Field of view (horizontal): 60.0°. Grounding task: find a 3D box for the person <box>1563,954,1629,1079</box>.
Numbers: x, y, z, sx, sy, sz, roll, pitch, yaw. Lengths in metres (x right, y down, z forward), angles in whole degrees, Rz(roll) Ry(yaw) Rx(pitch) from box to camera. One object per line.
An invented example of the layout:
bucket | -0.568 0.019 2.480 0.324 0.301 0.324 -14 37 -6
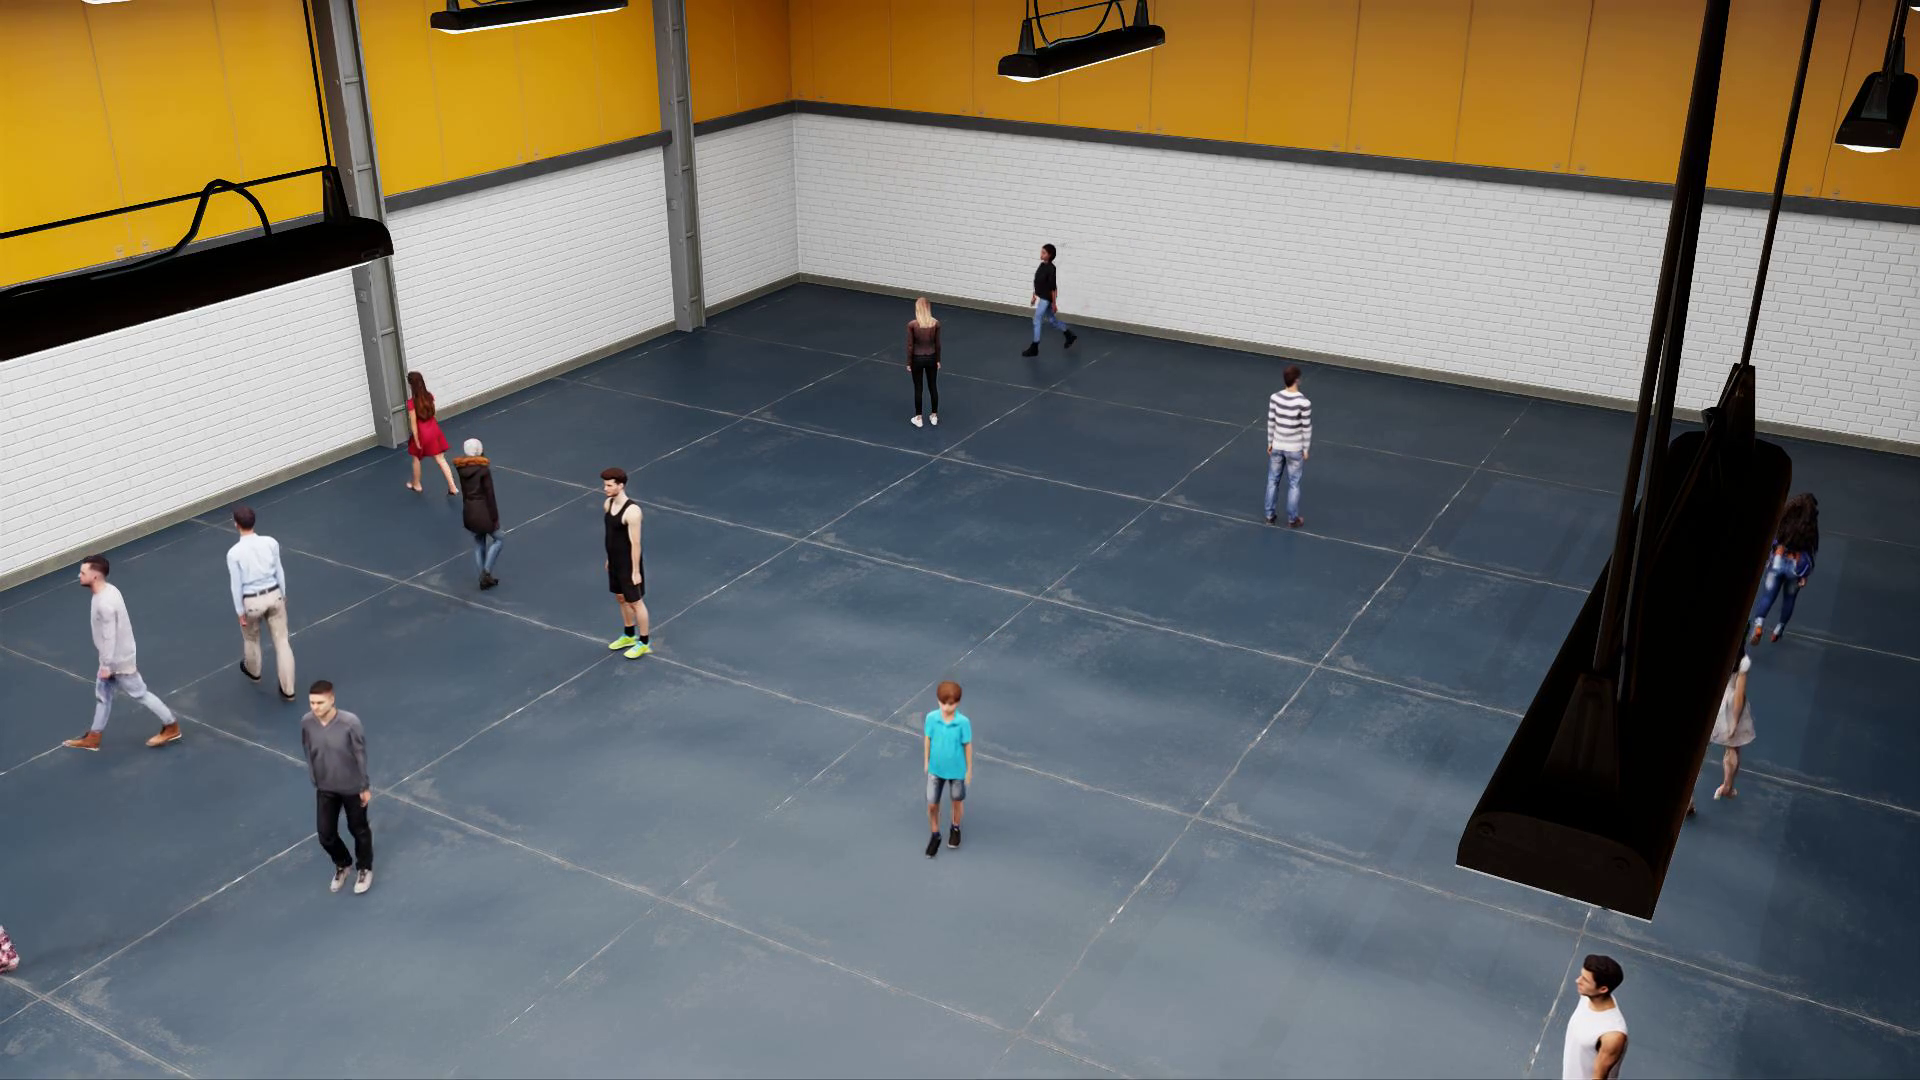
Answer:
person | 3.510 3.068 9.237 0.767 1.783 0.646 2 24 4

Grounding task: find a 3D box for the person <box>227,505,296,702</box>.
person | -6.196 0.604 14.831 1.079 1.816 0.950 -19 30 -36

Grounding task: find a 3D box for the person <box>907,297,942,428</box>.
person | -0.472 -2.325 21.675 0.656 1.703 0.729 -7 25 -16

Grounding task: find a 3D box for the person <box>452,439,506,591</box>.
person | -4.937 -0.230 16.979 0.663 1.626 0.609 12 26 25

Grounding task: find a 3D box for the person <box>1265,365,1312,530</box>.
person | 3.655 -1.043 18.558 0.656 1.850 0.545 15 28 31

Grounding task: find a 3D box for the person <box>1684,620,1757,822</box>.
person | 5.879 1.416 13.057 1.007 1.750 0.821 -19 30 -36

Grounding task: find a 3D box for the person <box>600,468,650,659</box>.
person | -3.161 0.190 15.688 0.679 1.889 0.723 -20 31 -38

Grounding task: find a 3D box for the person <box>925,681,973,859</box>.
person | -0.082 1.701 12.797 0.649 1.437 0.740 4 24 10

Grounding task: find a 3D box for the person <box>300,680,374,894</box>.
person | -4.523 1.769 12.250 0.734 1.750 0.767 -1 24 -3

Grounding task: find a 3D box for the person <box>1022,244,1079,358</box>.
person | 1.352 -3.514 24.454 1.167 1.656 1.043 -7 25 -17

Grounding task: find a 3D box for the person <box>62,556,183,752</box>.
person | -7.012 0.969 14.026 1.263 1.794 1.072 -13 27 -27

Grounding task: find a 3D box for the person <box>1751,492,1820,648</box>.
person | 7.806 0.313 15.766 0.744 1.602 1.013 20 31 38

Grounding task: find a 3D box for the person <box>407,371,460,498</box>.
person | -6.147 -1.200 19.331 0.732 1.519 1.049 19 30 37
